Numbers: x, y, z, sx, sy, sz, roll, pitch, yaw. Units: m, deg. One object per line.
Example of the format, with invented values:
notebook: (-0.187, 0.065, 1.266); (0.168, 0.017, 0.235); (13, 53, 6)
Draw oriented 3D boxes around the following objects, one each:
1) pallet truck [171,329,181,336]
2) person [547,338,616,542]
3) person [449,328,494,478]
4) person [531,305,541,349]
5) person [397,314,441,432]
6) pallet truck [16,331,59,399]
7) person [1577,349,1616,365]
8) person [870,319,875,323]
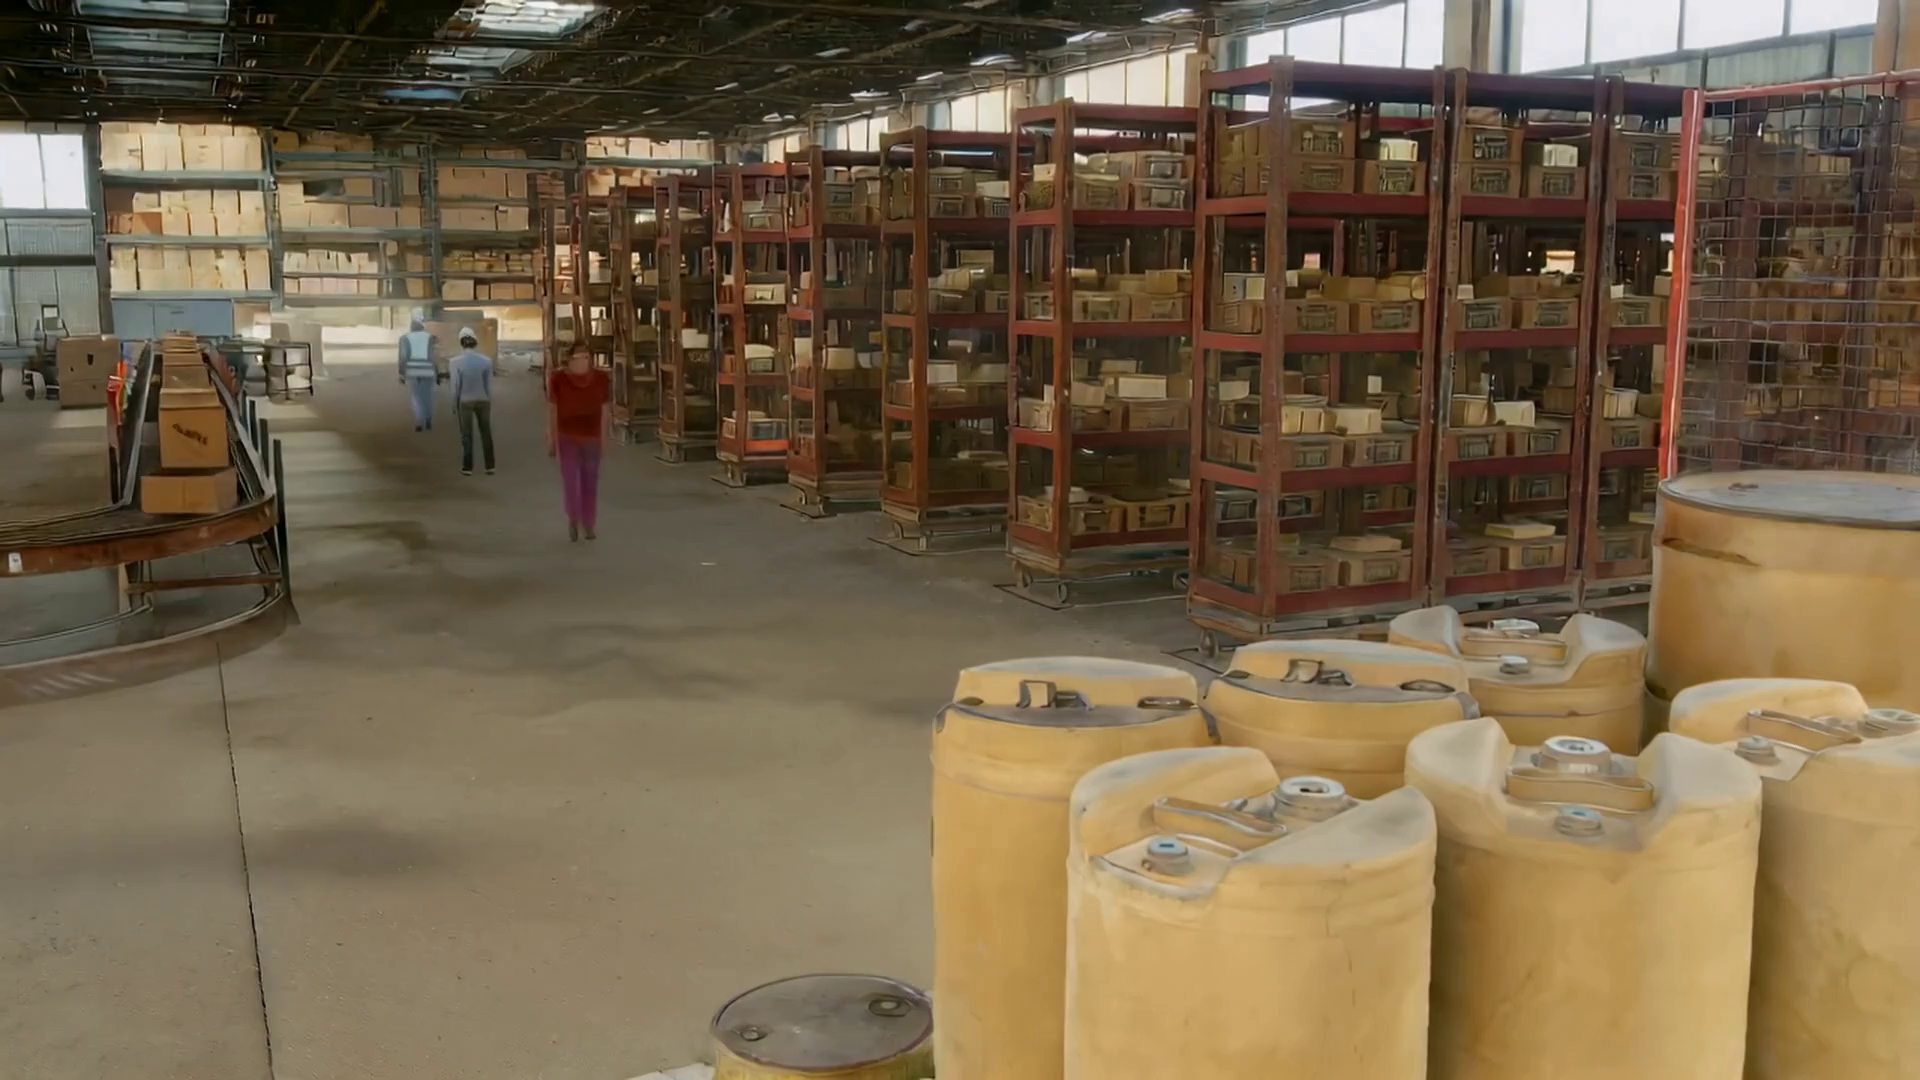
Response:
pallet truck: (-17.275, -3.851, 35.096); (1.601, 1.201, 0.680); (0, 9, 1)
person: (-3.381, -0.894, 14.891); (0.594, 1.820, 0.657); (-3, 10, -17)
person: (-5.741, -1.611, 19.558); (0.523, 1.760, 0.327); (-7, 11, -36)
person: (-12.653, -6.476, 49.537); (0.404, 1.824, 0.606); (0, 9, 2)
person: (-8.194, -2.529, 25.199); (0.611, 1.780, 0.974); (-4, 10, -23)
pallet truck: (-17.082, -3.353, 31.781); (1.630, 1.274, 0.653); (-4, 10, -25)
person: (6.378, -1.246, 16.584); (0.629, 1.980, 0.610); (-4, 10, -25)
person: (-2.607, -6.521, 49.678); (0.981, 1.888, 0.597); (-7, 12, -38)
